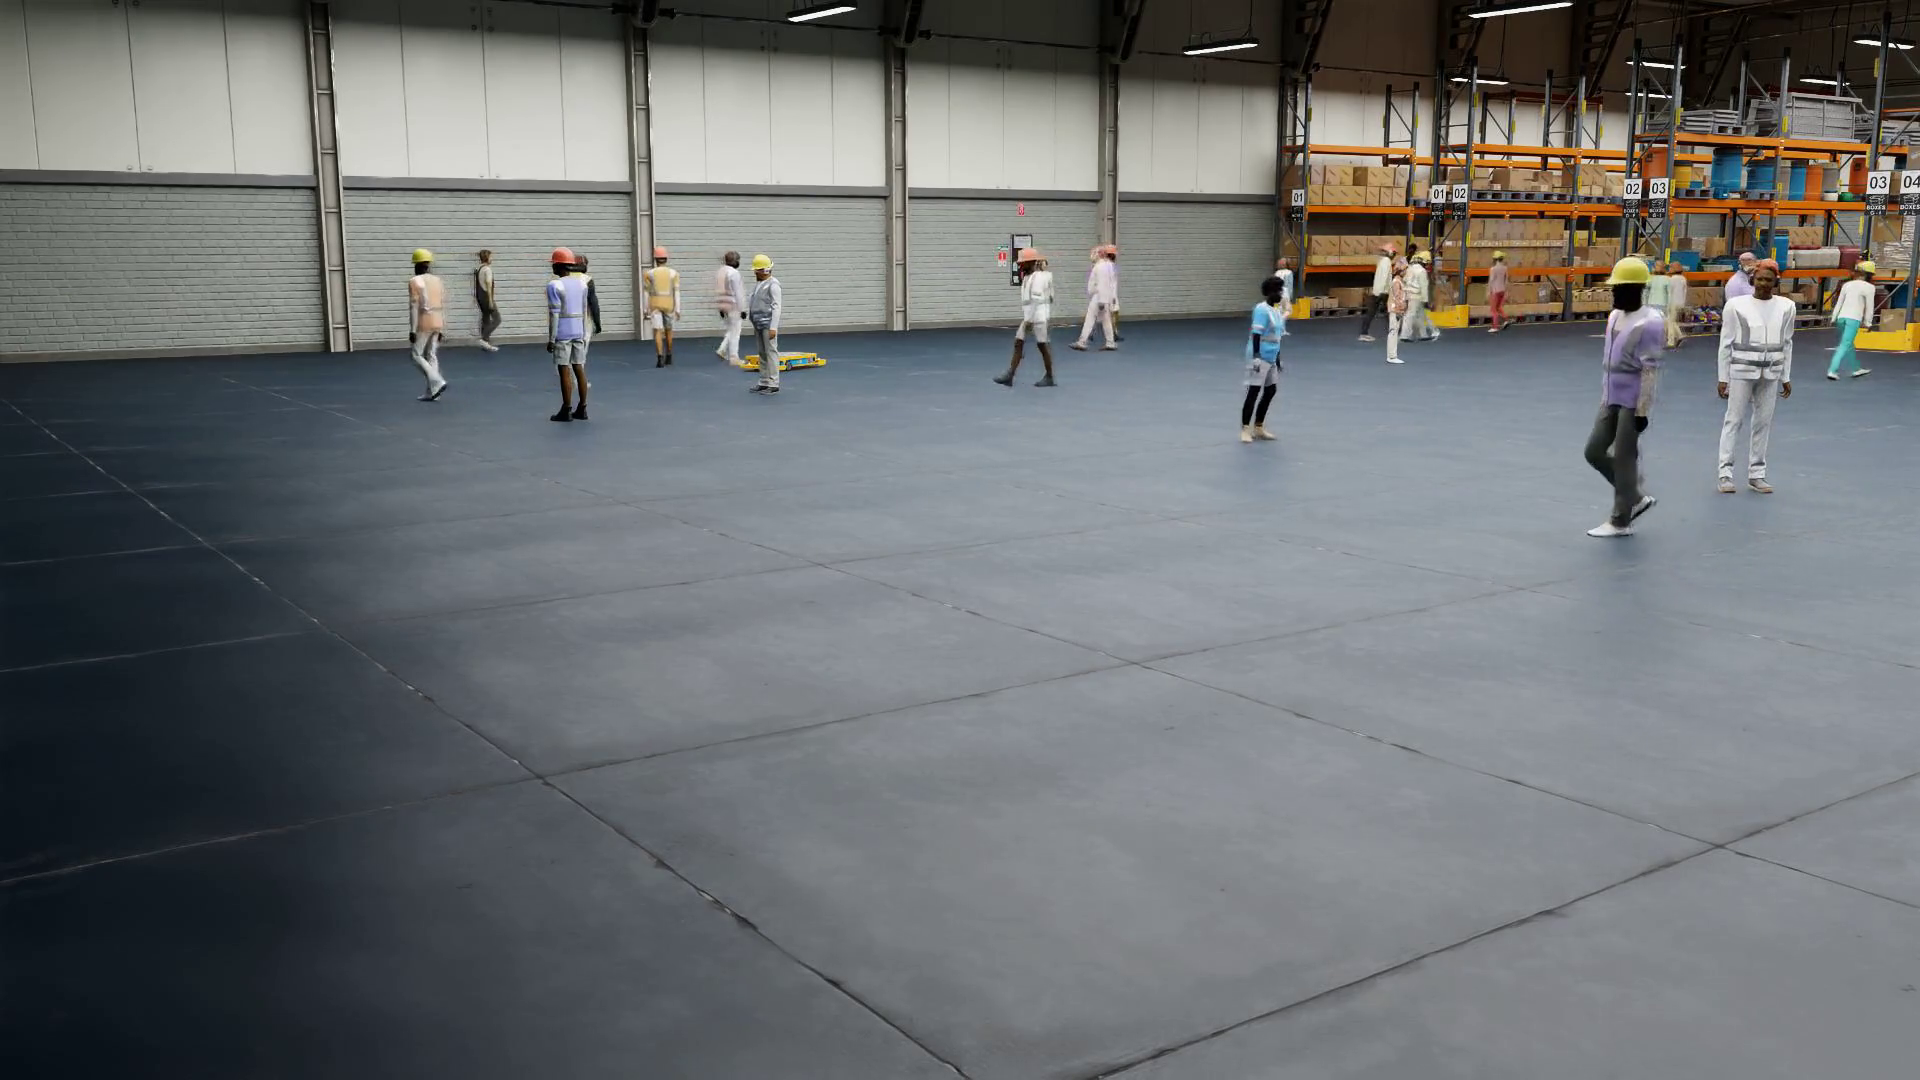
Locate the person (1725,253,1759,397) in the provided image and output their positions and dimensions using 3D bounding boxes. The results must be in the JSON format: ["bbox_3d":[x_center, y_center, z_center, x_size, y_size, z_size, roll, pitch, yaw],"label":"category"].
[{"bbox_3d":[9.798,-2.652,20.805,0.794,1.866,0.532,-7,13,-34],"label":"person"}]

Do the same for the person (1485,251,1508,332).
[{"bbox_3d":[11.600,-5.367,35.972,0.537,1.755,0.368,-7,12,-33],"label":"person"}]

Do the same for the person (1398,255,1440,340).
[{"bbox_3d":[9.163,-4.822,33.113,0.860,1.710,0.493,2,10,8],"label":"person"}]

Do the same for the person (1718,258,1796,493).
[{"bbox_3d":[6.397,-1.315,13.388,0.584,1.884,0.337,0,10,2],"label":"person"}]

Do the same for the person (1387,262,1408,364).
[{"bbox_3d":[7.132,-3.703,27.160,0.310,1.639,0.514,2,11,12],"label":"person"}]

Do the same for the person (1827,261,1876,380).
[{"bbox_3d":[12.876,-3.161,24.002,0.929,1.708,0.560,-3,11,-18],"label":"person"}]

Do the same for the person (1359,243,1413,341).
[{"bbox_3d":[8.454,-4.910,32.982,1.077,1.921,0.628,-1,10,-3],"label":"person"}]

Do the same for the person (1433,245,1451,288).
[{"bbox_3d":[12.401,-6.683,42.867,0.315,1.869,0.534,-9,14,-42],"label":"person"}]

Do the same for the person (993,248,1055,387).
[{"bbox_3d":[0.894,-3.026,22.759,0.959,1.890,0.557,-5,11,-25],"label":"person"}]

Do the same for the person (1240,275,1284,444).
[{"bbox_3d":[3.030,-1.807,16.675,0.321,1.672,0.649,6,12,29],"label":"person"}]

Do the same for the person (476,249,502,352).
[{"bbox_3d":[-8.457,-4.285,29.817,0.399,1.833,0.547,-8,13,-36],"label":"person"}]

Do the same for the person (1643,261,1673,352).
[{"bbox_3d":[12.471,-4.174,29.757,0.500,1.633,0.282,6,12,30],"label":"person"}]

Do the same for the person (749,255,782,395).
[{"bbox_3d":[-2.558,-2.816,21.794,0.403,1.823,0.588,-6,12,-31],"label":"person"}]

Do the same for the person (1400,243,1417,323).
[{"bbox_3d":[10.685,-6.074,39.443,0.621,1.897,0.460,7,13,35],"label":"person"}]

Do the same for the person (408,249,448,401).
[{"bbox_3d":[-6.648,-2.670,20.753,0.450,1.909,0.603,4,11,21],"label":"person"}]

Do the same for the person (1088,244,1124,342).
[{"bbox_3d":[2.848,-4.830,32.598,0.796,1.916,0.548,-6,12,-28],"label":"person"}]

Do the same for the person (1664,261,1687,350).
[{"bbox_3d":[12.935,-4.251,30.202,0.508,1.619,0.339,-6,12,-31],"label":"person"}]

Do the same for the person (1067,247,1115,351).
[{"bbox_3d":[2.391,-4.342,30.043,0.933,1.865,0.673,2,11,10],"label":"person"}]

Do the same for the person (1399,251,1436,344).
[{"bbox_3d":[8.875,-4.663,32.042,0.836,1.772,0.608,0,10,-1],"label":"person"}]

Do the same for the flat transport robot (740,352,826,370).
[{"bbox_3d":[-2.757,-2.802,25.973,0.652,0.197,1.431,6,12,28],"label":"flat transport robot"}]

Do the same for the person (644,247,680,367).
[{"bbox_3d":[-4.750,-3.705,26.493,0.559,1.897,0.904,-3,11,-14],"label":"person"}]

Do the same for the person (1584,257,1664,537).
[{"bbox_3d":[4.538,-0.962,11.361,0.421,1.916,0.605,-1,10,-7],"label":"person"}]

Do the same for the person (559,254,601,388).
[{"bbox_3d":[-5.168,-2.985,22.727,0.654,1.821,0.561,7,12,32],"label":"person"}]

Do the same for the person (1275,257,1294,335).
[{"bbox_3d":[6.739,-5.077,34.704,0.437,1.626,0.530,-5,12,-27],"label":"person"}]

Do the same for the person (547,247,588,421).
[{"bbox_3d":[-4.403,-2.297,18.619,0.343,1.942,0.548,7,12,33],"label":"person"}]

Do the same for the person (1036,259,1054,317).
[{"bbox_3d":[1.661,-5.016,34.439,0.515,1.616,0.670,-4,11,-22],"label":"person"}]

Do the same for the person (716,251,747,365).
[{"bbox_3d":[-3.644,-3.719,26.729,0.443,1.828,0.638,-6,12,-31],"label":"person"}]
